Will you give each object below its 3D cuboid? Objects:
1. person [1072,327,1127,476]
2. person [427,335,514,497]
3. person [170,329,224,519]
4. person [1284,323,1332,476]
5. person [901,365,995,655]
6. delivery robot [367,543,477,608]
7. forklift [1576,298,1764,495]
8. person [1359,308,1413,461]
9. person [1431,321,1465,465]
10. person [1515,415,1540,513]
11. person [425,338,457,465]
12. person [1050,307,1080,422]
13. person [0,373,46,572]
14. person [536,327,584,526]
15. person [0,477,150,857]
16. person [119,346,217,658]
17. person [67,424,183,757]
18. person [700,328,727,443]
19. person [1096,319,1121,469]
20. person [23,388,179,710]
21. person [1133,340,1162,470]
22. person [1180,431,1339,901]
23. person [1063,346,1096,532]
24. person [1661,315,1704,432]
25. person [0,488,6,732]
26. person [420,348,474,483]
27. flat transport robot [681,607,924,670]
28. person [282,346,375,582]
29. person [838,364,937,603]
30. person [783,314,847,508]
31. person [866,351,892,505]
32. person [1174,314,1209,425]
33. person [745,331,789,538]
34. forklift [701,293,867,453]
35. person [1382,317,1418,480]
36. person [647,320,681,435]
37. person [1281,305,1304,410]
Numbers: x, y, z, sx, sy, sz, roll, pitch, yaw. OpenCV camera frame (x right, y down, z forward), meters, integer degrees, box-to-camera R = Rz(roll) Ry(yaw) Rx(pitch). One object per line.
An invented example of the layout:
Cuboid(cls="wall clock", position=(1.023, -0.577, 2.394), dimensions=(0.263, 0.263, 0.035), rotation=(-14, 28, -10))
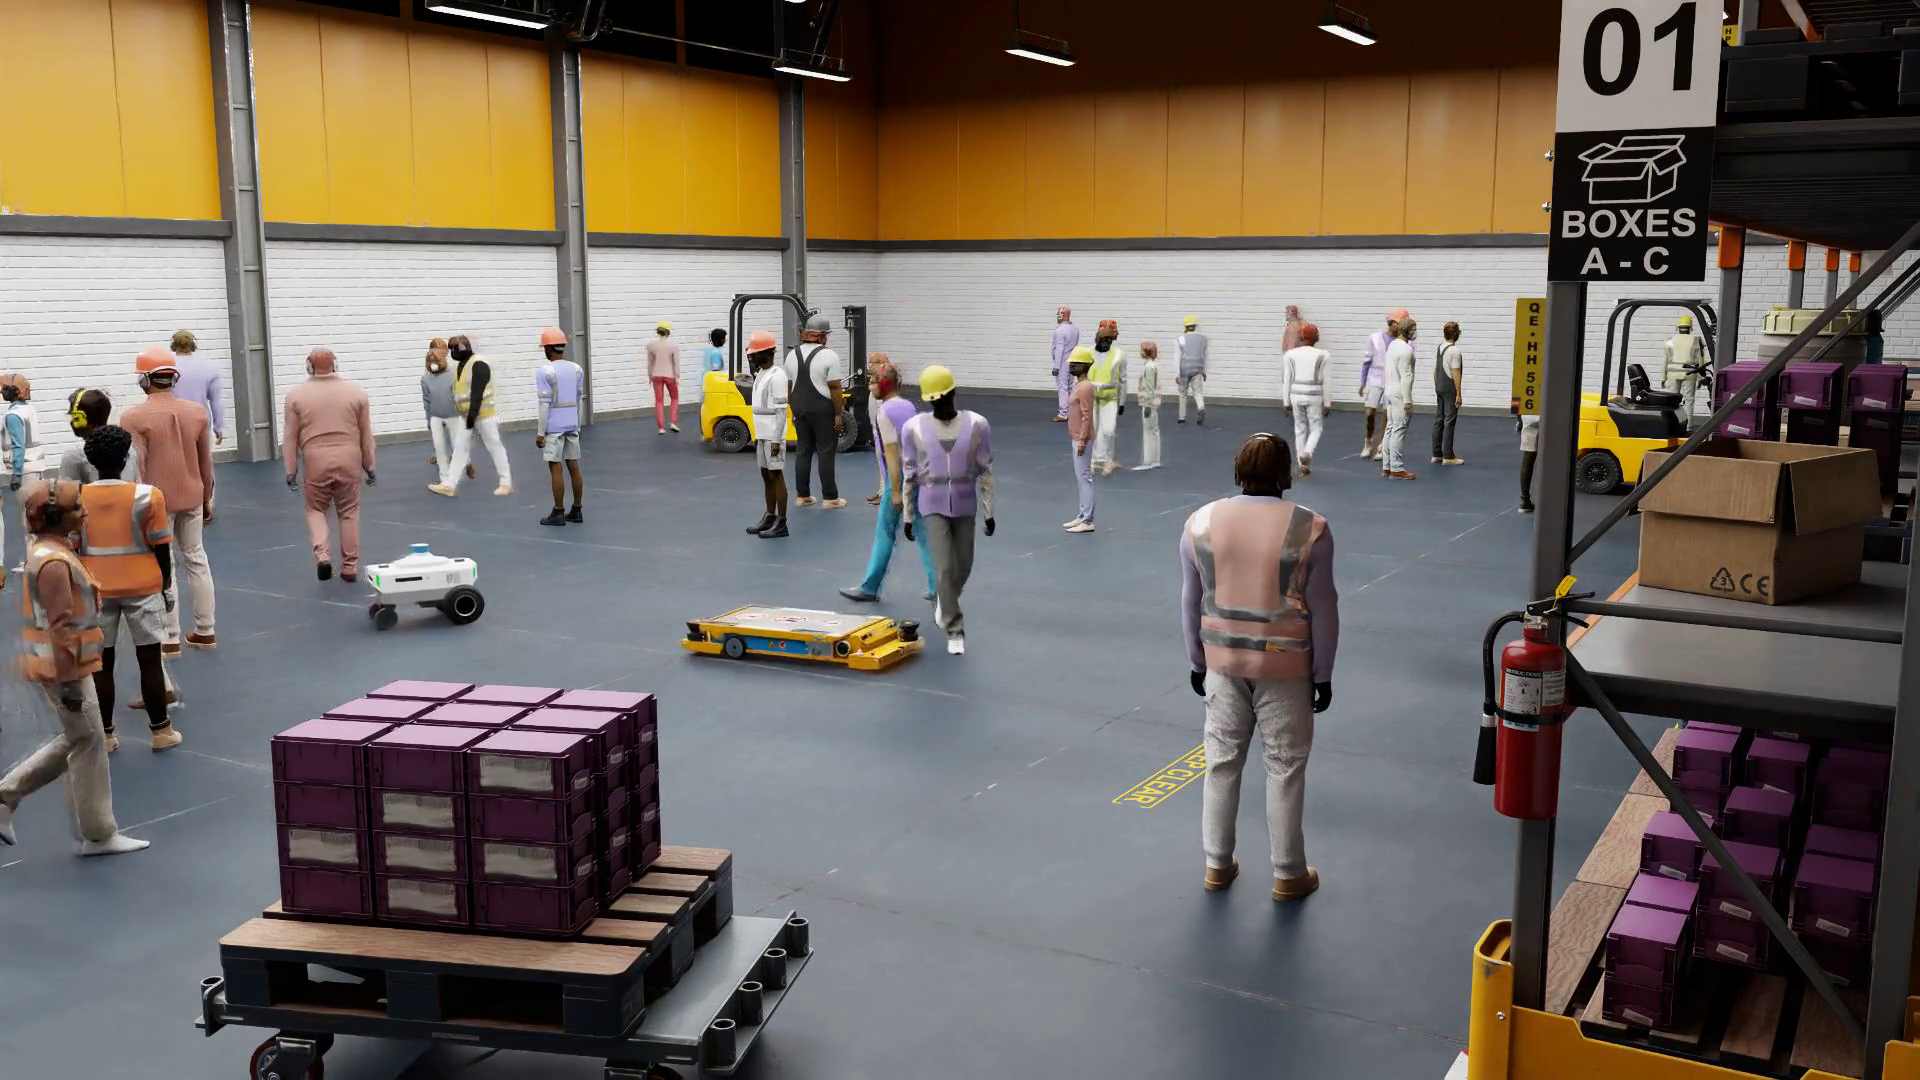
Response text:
Cuboid(cls="person", position=(1.677, -1.665, 20.105), dimensions=(0.645, 1.815, 0.515), rotation=(2, 9, 11))
Cuboid(cls="person", position=(-5.396, -1.354, 18.285), dimensions=(0.608, 1.773, 0.935), rotation=(9, 13, 43))
Cuboid(cls="person", position=(-7.589, -1.102, 16.313), dimensions=(0.633, 1.916, 0.743), rotation=(-6, 11, -34))
Cuboid(cls="person", position=(4.160, -1.670, 19.994), dimensions=(0.587, 1.863, 0.631), rotation=(4, 10, 26))
Cuboid(cls="person", position=(-0.087, -0.225, 10.965), dimensions=(0.610, 1.878, 0.757), rotation=(-1, 9, -7))
Cuboid(cls="delivery robot", position=(-3.776, 0.268, 11.679), dimensions=(0.707, 0.478, 0.477), rotation=(-5, 10, -28))
Cuboid(cls="forklift", position=(7.954, -1.589, 18.462), dimensions=(2.313, 2.155, 1.214), rotation=(5, 11, 30))
Cuboid(cls="person", position=(5.574, -2.022, 21.781), dimensions=(0.667, 2.018, 0.419), rotation=(2, 9, 12))
Cuboid(cls="person", position=(6.287, -1.883, 21.377), dimensions=(0.333, 1.845, 0.514), rotation=(-3, 9, -16))
Cuboid(cls="person", position=(5.958, -1.235, 16.961), dimensions=(0.362, 1.963, 0.613), rotation=(-9, 12, -43))
Cuboid(cls="person", position=(-6.667, -1.783, 21.415), dimensions=(0.503, 1.632, 0.274), rotation=(3, 10, 18))
Cuboid(cls="person", position=(1.711, -2.908, 27.586), dimensions=(0.406, 1.909, 0.639), rotation=(6, 11, 31))
Cuboid(cls="person", position=(-7.721, -0.555, 13.730), dimensions=(0.314, 1.642, 0.514), rotation=(-2, 9, -15))
Cuboid(cls="person", position=(-3.921, -1.104, 16.235), dimensions=(0.358, 1.938, 0.542), rotation=(6, 11, 34))
Cuboid(cls="person", position=(-3.772, 0.548, 6.904), dimensions=(0.568, 1.625, 0.519), rotation=(-5, 10, -26))
Cuboid(cls="person", position=(-5.087, -0.243, 10.677), dimensions=(0.394, 1.992, 0.622), rotation=(5, 10, 29))
Cuboid(cls="person", position=(-4.267, 0.262, 8.457), dimensions=(0.532, 1.696, 0.319), rotation=(-2, 9, -14))
Cuboid(cls="person", position=(-3.549, -2.216, 23.975), dimensions=(0.416, 1.671, 0.583), rotation=(-4, 10, -25))
Cuboid(cls="person", position=(1.845, -1.843, 21.017), dimensions=(0.360, 1.883, 0.574), rotation=(0, 9, -3))
Cuboid(cls="person", position=(-4.860, 0.058, 9.382), dimensions=(1.003, 1.814, 0.517), rotation=(2, 9, 10))
Cuboid(cls="person", position=(2.365, -1.688, 20.814), dimensions=(0.312, 1.642, 0.516), rotation=(2, 9, 11))
Cuboid(cls="person", position=(1.182, 0.495, 6.547), dimensions=(0.625, 1.846, 0.429), rotation=(5, 10, 27))
Cuboid(cls="person", position=(1.138, -0.956, 15.835), dimensions=(0.307, 1.770, 0.533), rotation=(0, 9, -1))
Cuboid(cls="person", position=(10.925, -2.479, 25.139), dimensions=(0.597, 1.830, 0.403), rotation=(6, 11, 31))
Cuboid(cls="person", position=(-5.337, 0.092, 8.766), dimensions=(0.543, 1.939, 0.361), rotation=(-3, 10, -19))
Cuboid(cls="person", position=(-5.881, -1.401, 19.102), dimensions=(0.543, 1.608, 0.613), rotation=(1, 9, 5))
Cuboid(cls="flat transport robot", position=(-1.014, 0.611, 10.715), dimensions=(1.431, 0.197, 0.652), rotation=(4, 10, 24))
Cuboid(cls="person", position=(-4.996, -0.590, 13.190), dimensions=(0.689, 1.886, 0.417), rotation=(-4, 10, -26))
Cuboid(cls="person", position=(-0.472, -0.407, 12.393), dimensions=(0.809, 1.788, 0.601), rotation=(4, 10, 23))
Cuboid(cls="person", position=(-1.482, -1.364, 17.532), dimensions=(0.687, 2.000, 0.535), rotation=(6, 11, 32))
Cuboid(cls="person", position=(-0.859, -1.187, 17.697), dimensions=(0.286, 1.633, 0.500), rotation=(-1, 9, -4))
Cuboid(cls="person", position=(3.725, -2.727, 26.755), dimensions=(0.598, 1.814, 0.747), rotation=(-2, 9, -10))
Cuboid(cls="person", position=(-1.800, -0.979, 15.485), dimensions=(0.375, 1.927, 0.543), rotation=(-5, 10, -27))
Cuboid(cls="forklift", position=(-2.458, -2.344, 23.176), dimensions=(2.313, 2.155, 1.214), rotation=(0, 9, -2))
Cuboid(cls="person", position=(5.270, -1.694, 19.913), dimensions=(0.352, 1.936, 0.635), rotation=(0, 9, -3))
Cuboid(cls="person", position=(-4.532, -2.491, 25.504), dimensions=(0.532, 1.748, 0.583), rotation=(0, 9, 3))
Cuboid(cls="person", position=(5.970, -3.242, 29.695), dimensions=(0.466, 1.899, 0.689), rotation=(4, 10, 22))
